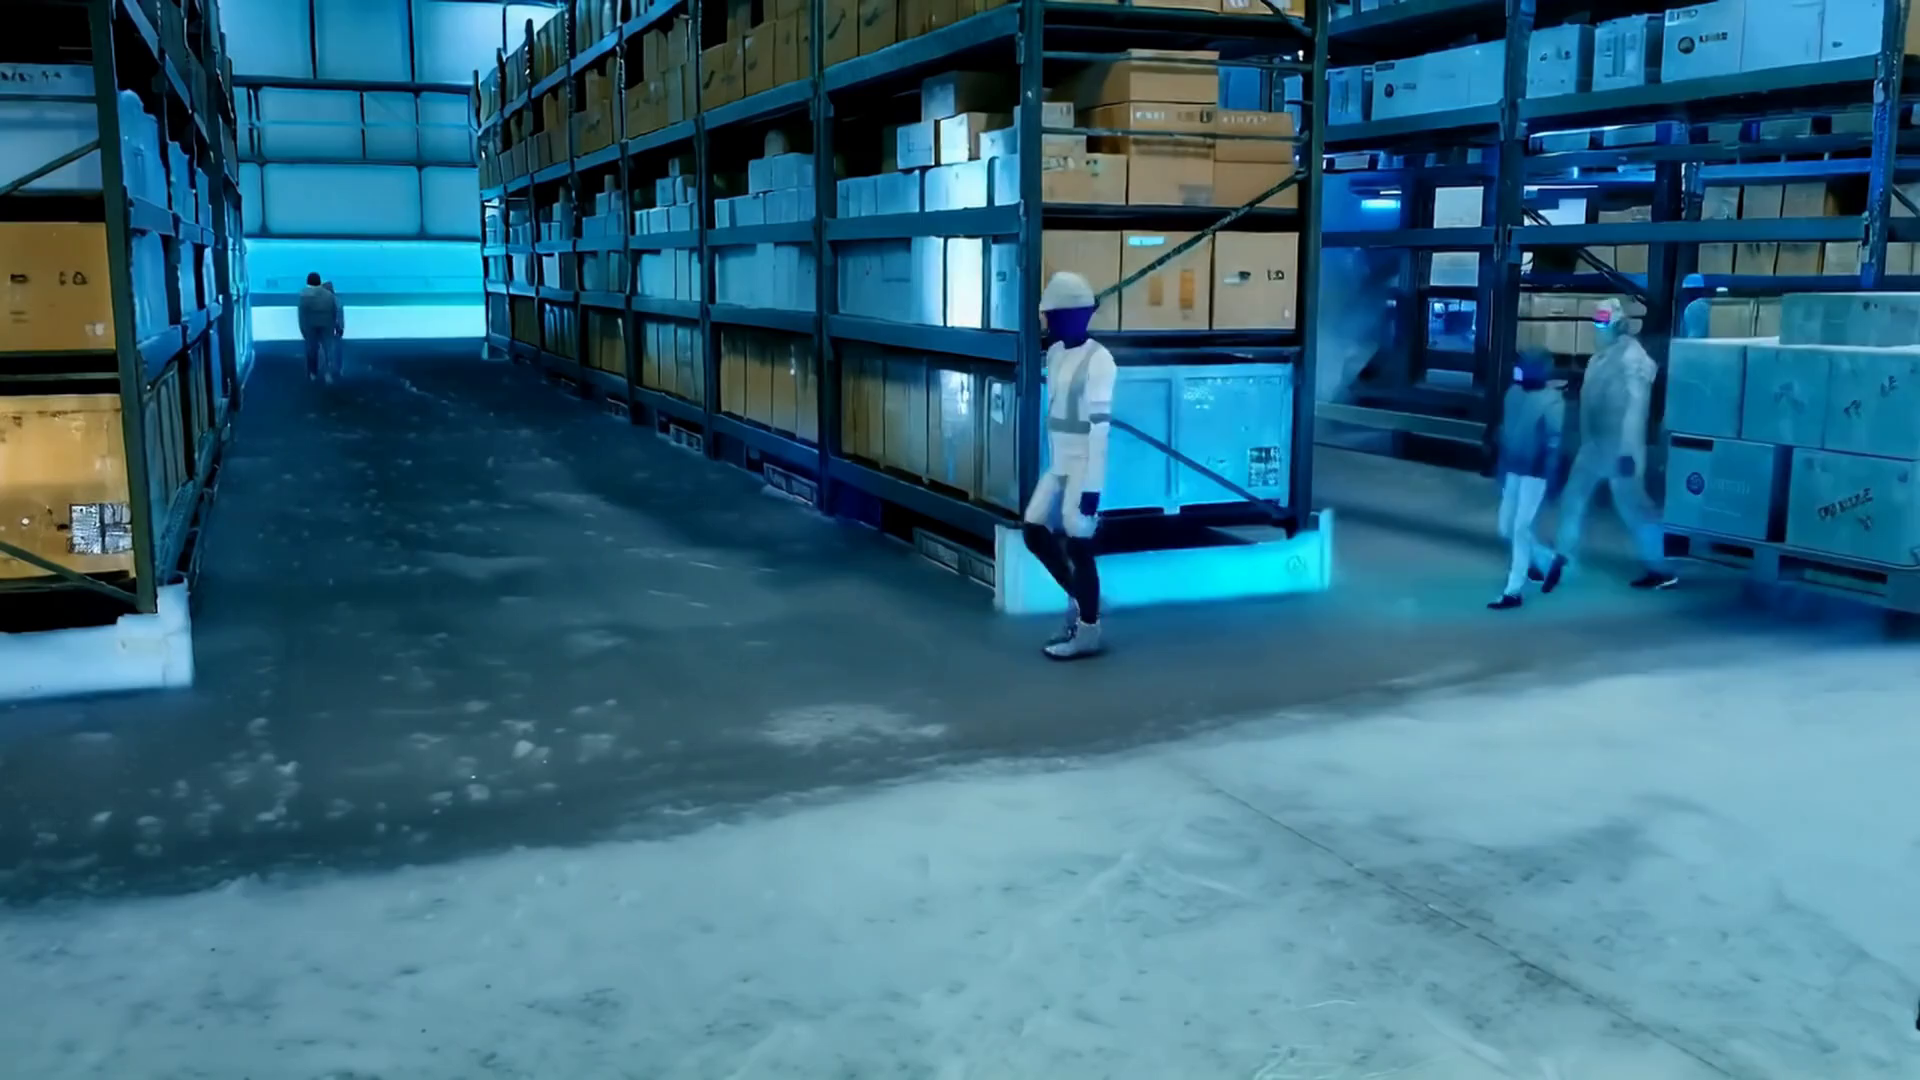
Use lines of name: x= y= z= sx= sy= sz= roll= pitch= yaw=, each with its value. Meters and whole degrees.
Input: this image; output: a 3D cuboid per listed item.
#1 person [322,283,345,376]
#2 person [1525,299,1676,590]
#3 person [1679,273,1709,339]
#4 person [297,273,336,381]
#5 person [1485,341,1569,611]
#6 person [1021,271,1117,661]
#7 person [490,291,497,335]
person: x=-11.524 y=-3.850 z=30.453 sx=0.502 sy=1.694 sz=0.921 roll=-6 pitch=11 yaw=-31
person: x=4.106 y=-0.588 z=10.505 sx=1.008 sy=1.845 sz=0.664 roll=-1 pitch=10 yaw=-5
person: x=9.097 y=-2.343 z=20.711 sx=0.376 sy=1.939 sz=0.547 roll=8 pitch=12 yaw=38
person: x=-11.256 y=-3.723 z=29.140 sx=0.632 sy=1.894 sz=1.019 roll=-4 pitch=10 yaw=-25
person: x=3.435 y=-0.384 z=9.949 sx=0.585 sy=1.614 sz=0.503 roll=-4 pitch=10 yaw=-20
person: x=0.564 y=-0.366 z=8.614 sx=0.423 sy=2.026 sz=0.627 roll=-4 pitch=10 yaw=-23
person: x=-10.214 y=-5.043 z=36.983 sx=0.760 sy=1.909 sz=0.564 roll=-4 pitch=10 yaw=-22
